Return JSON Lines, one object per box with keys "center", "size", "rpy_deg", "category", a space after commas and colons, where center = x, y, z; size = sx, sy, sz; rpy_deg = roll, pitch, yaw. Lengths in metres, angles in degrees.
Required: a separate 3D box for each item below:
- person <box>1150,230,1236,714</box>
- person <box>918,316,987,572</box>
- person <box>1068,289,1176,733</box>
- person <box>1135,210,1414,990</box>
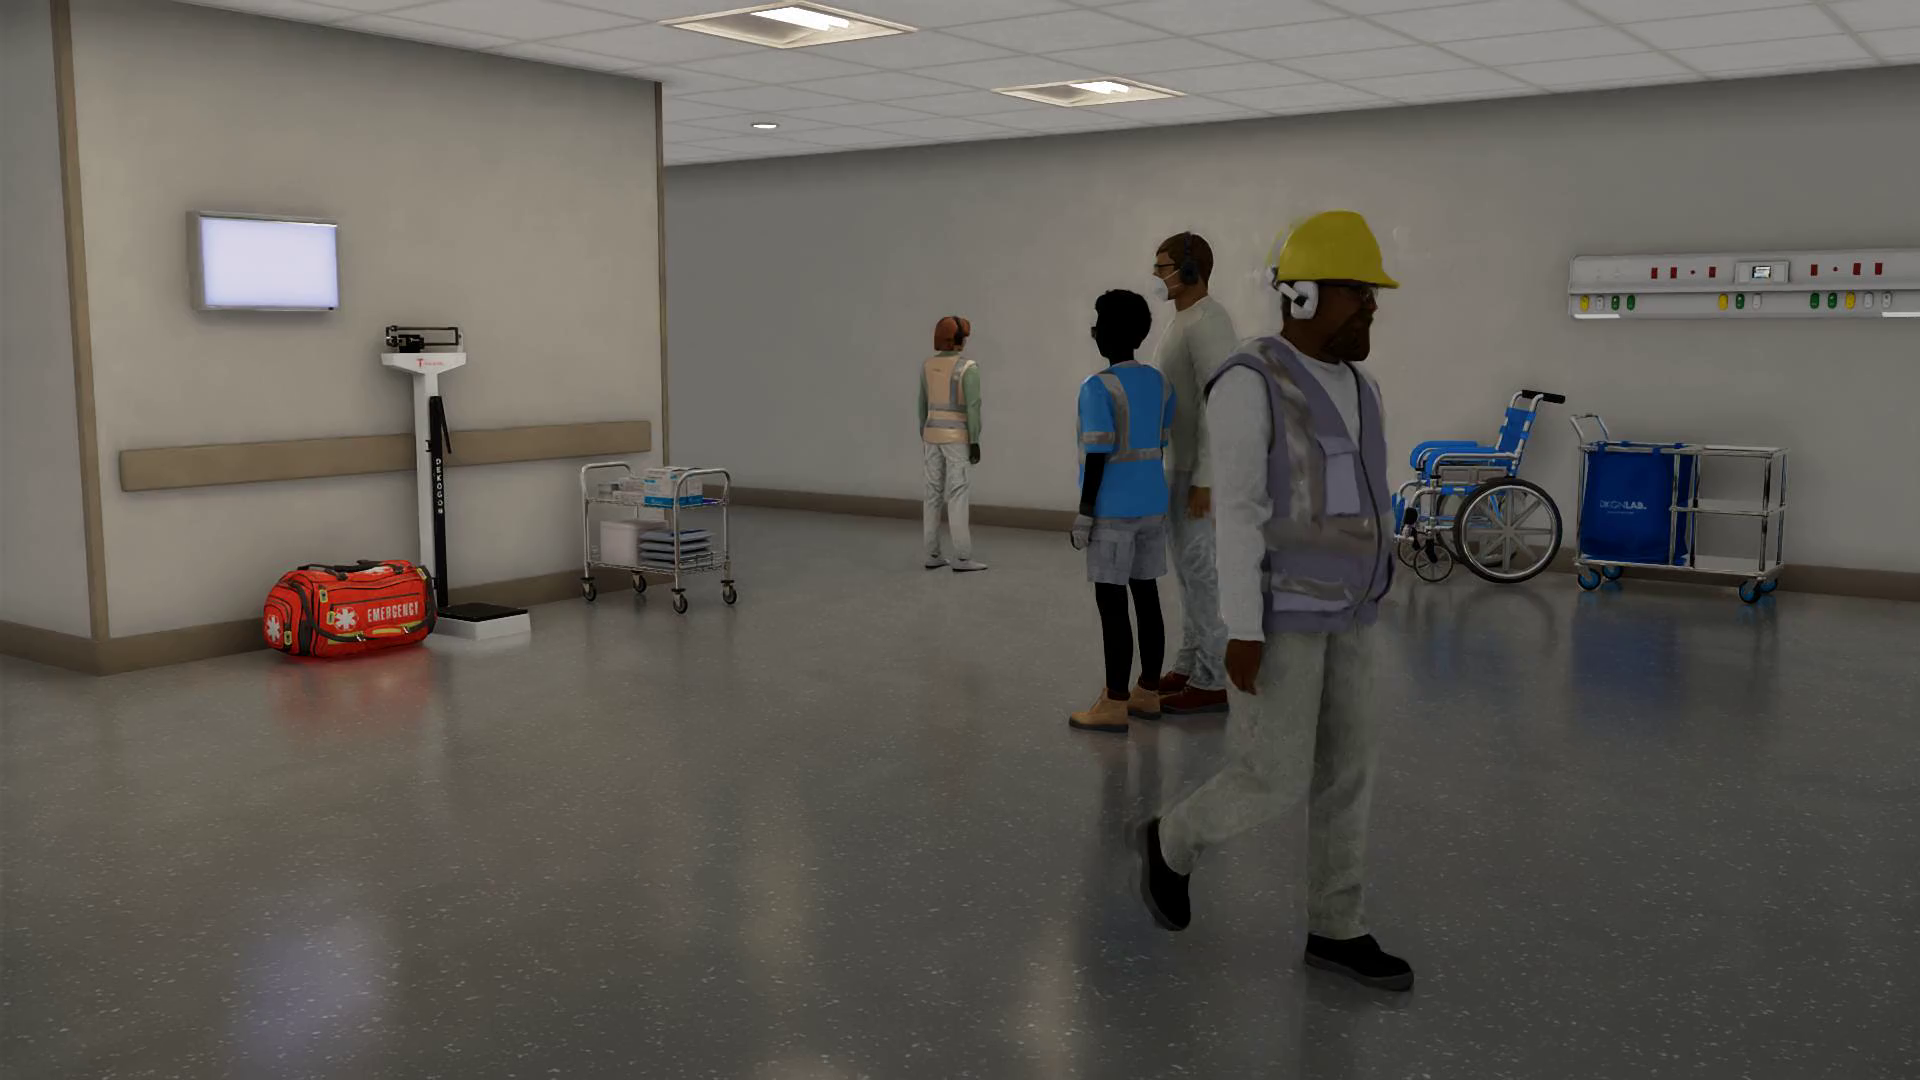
{"center": [0.935, -0.270, 6.728], "size": [0.352, 1.937, 0.635], "rpy_deg": [0, 7, -3], "category": "person"}
{"center": [-0.066, -0.617, 10.705], "size": [0.514, 1.641, 0.315], "rpy_deg": [7, 10, 44], "category": "person"}
{"center": [0.619, -0.110, 6.412], "size": [0.319, 1.696, 0.532], "rpy_deg": [6, 9, 39], "category": "person"}
{"center": [0.766, 0.139, 3.942], "size": [0.604, 1.810, 0.614], "rpy_deg": [-7, 10, -43], "category": "person"}
